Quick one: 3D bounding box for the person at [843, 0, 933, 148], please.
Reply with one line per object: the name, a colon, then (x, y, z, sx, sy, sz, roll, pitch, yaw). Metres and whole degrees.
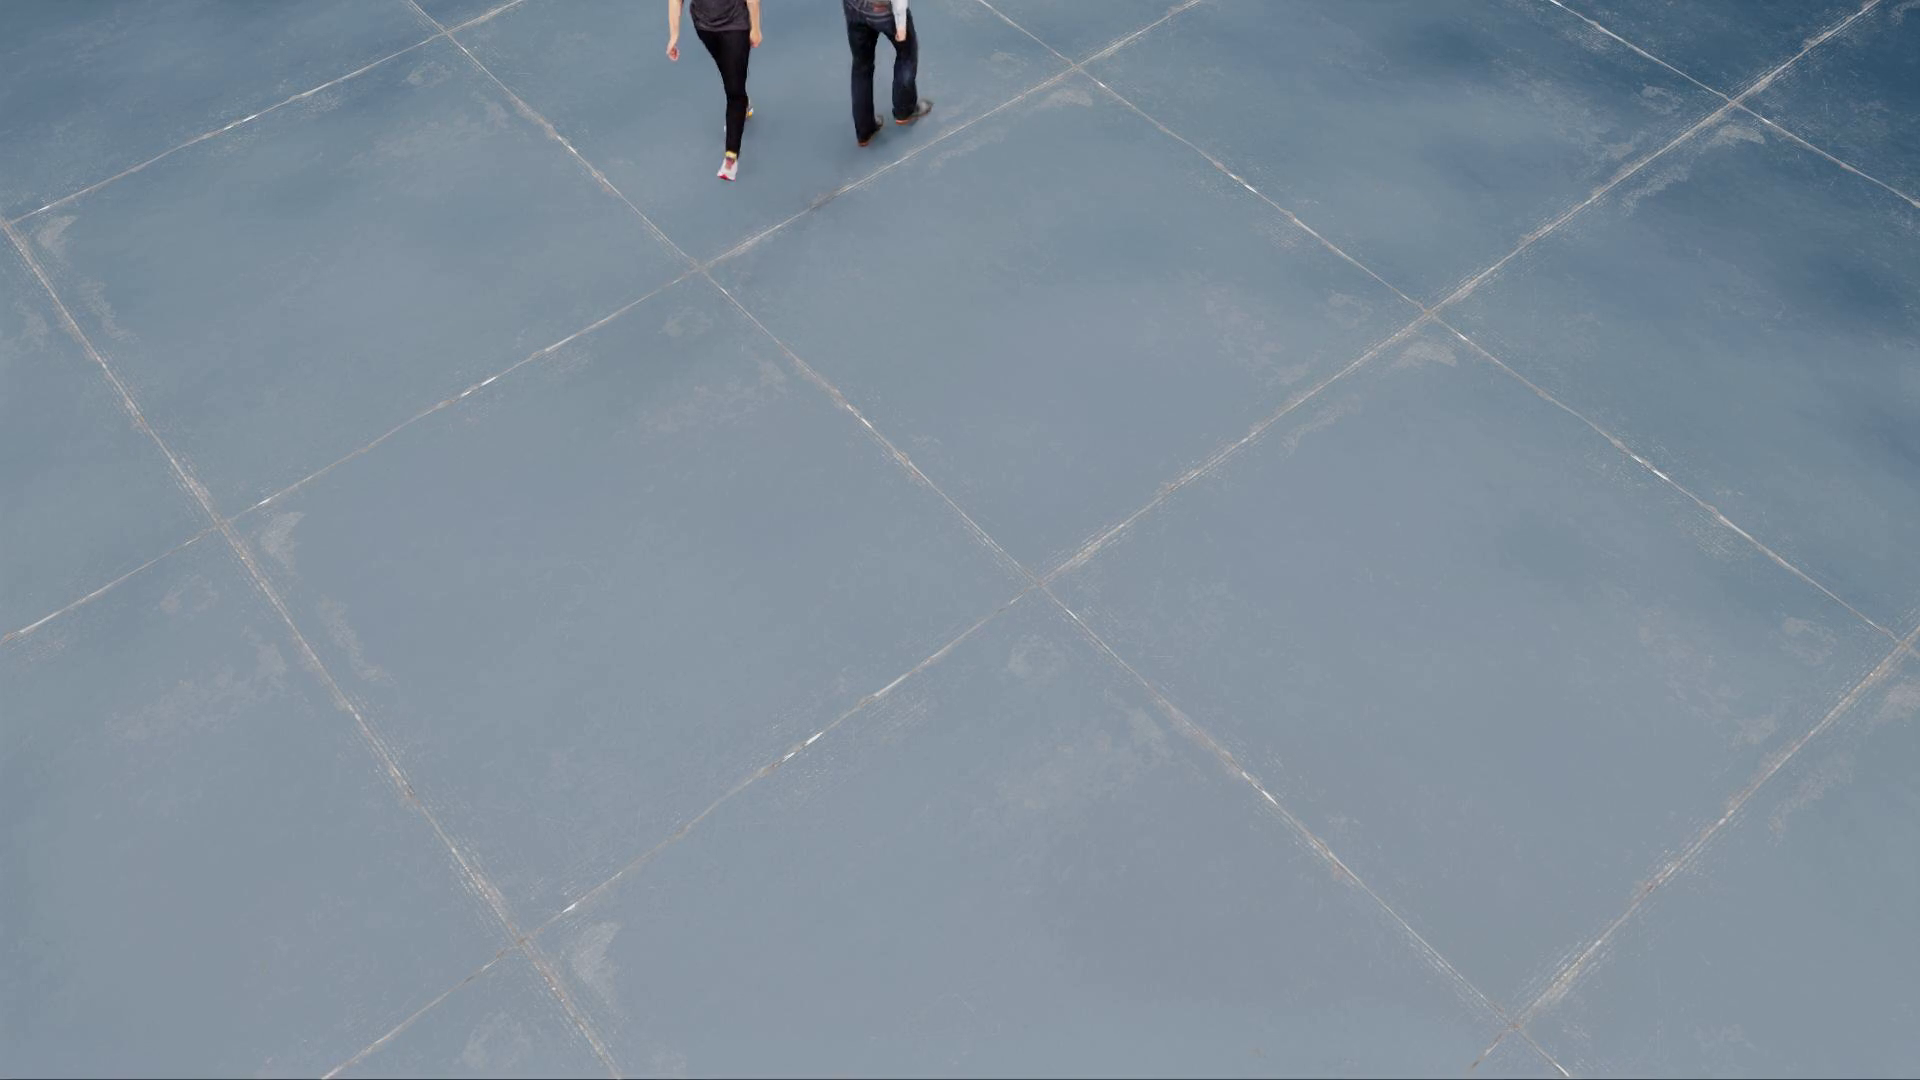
person: (-0.548, -3.104, 9.808, 0.794, 1.799, 0.887, 27, 57, 19)

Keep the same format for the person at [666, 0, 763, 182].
person: (-1.382, -3.105, 9.857, 1.046, 1.723, 1.178, 12, 53, 9)
